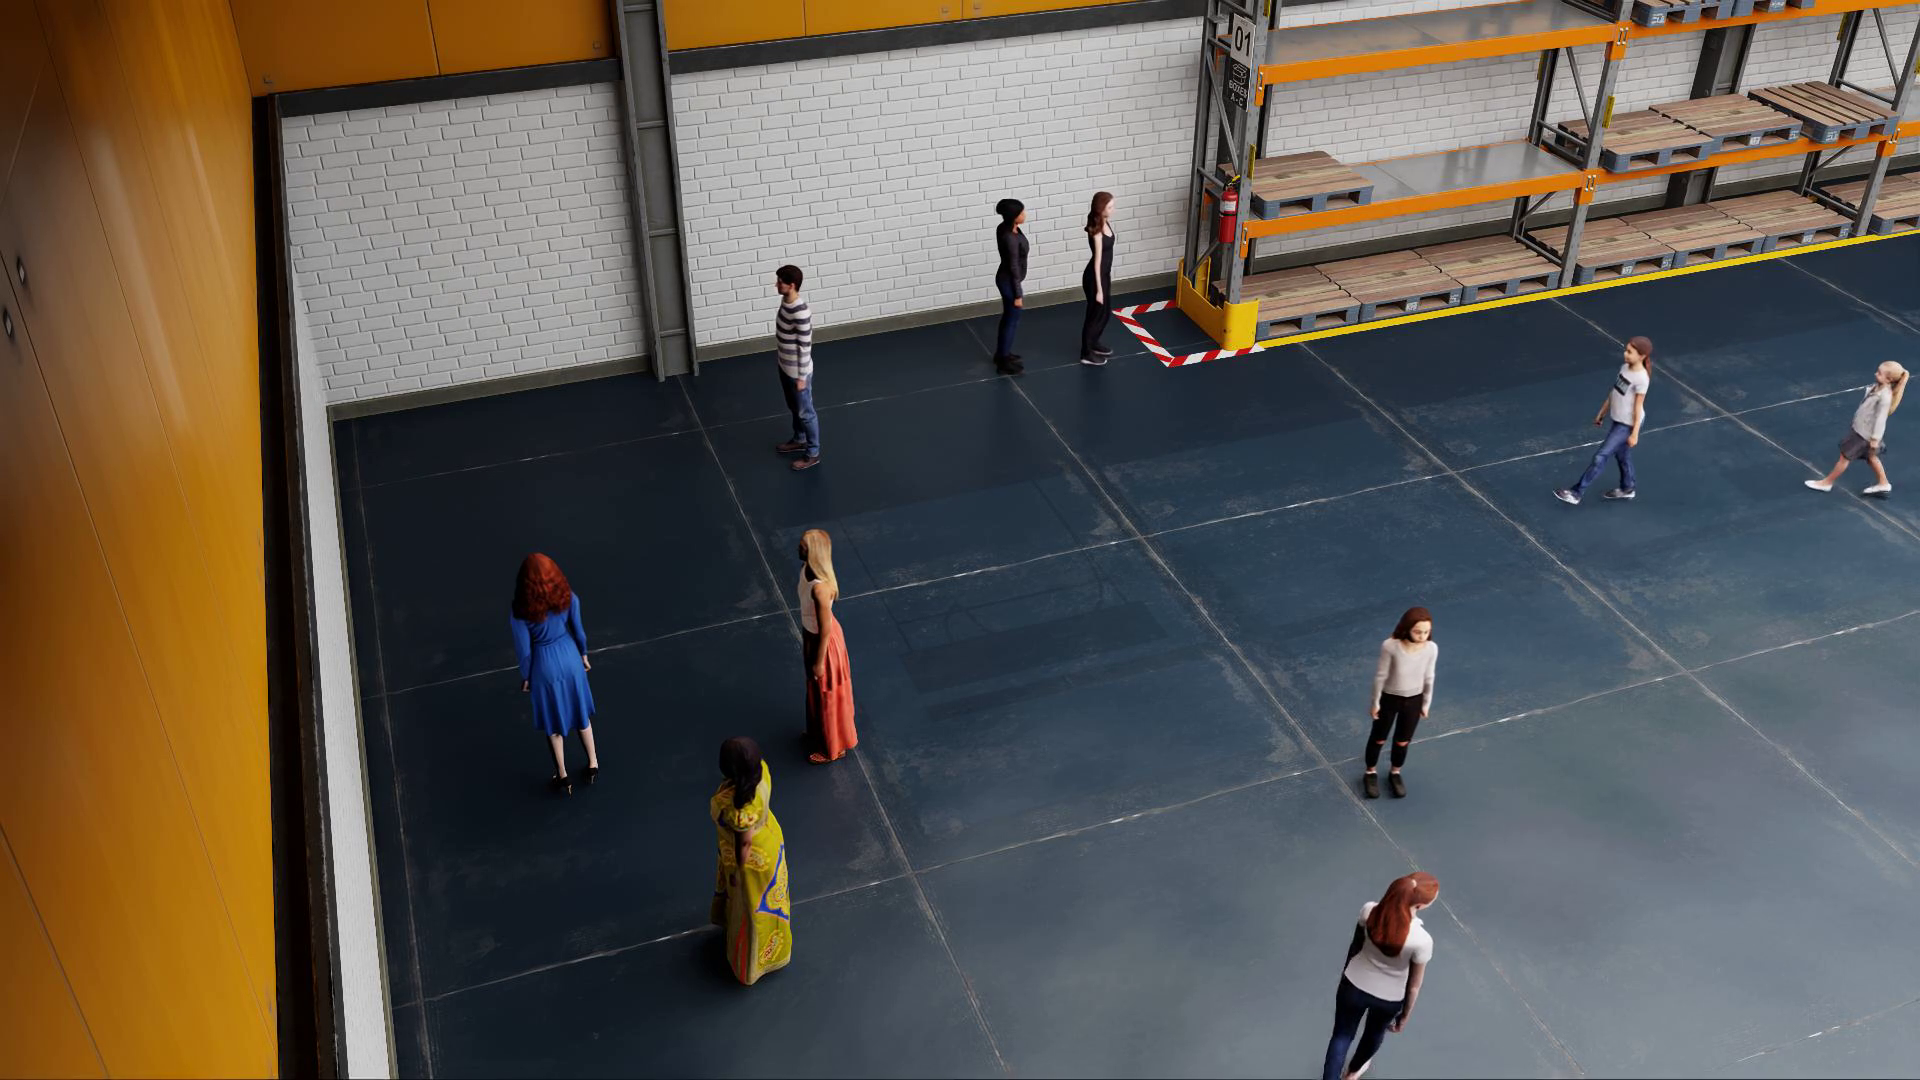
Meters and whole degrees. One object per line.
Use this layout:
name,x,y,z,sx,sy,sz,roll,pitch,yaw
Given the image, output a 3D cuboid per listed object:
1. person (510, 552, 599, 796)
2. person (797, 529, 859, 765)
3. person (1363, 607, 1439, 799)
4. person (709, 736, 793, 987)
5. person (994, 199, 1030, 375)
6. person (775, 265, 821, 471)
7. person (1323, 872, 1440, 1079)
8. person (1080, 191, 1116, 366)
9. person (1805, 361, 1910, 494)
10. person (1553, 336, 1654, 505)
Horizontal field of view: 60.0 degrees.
person,-2.602,0.870,10.692,0.573,1.827,0.722,-19,38,-26
person,-0.909,0.691,10.985,0.603,1.803,0.652,-7,34,-11
person,2.843,1.027,10.767,0.523,1.483,0.662,0,34,0
person,-1.197,1.767,9.493,0.944,1.661,0.970,1,34,2
person,0.459,-2.390,15.675,0.620,1.741,0.674,-4,34,-6
person,-1.397,-1.502,14.237,0.539,1.855,0.658,-14,36,-20
person,2.089,2.385,8.523,0.984,1.707,1.091,17,37,24
person,1.297,-2.498,15.840,0.699,1.740,0.670,9,35,14
person,7.655,-0.908,13.890,0.943,1.248,0.853,12,35,17
person,5.555,-0.970,13.732,1.048,1.527,0.758,-1,34,-2
